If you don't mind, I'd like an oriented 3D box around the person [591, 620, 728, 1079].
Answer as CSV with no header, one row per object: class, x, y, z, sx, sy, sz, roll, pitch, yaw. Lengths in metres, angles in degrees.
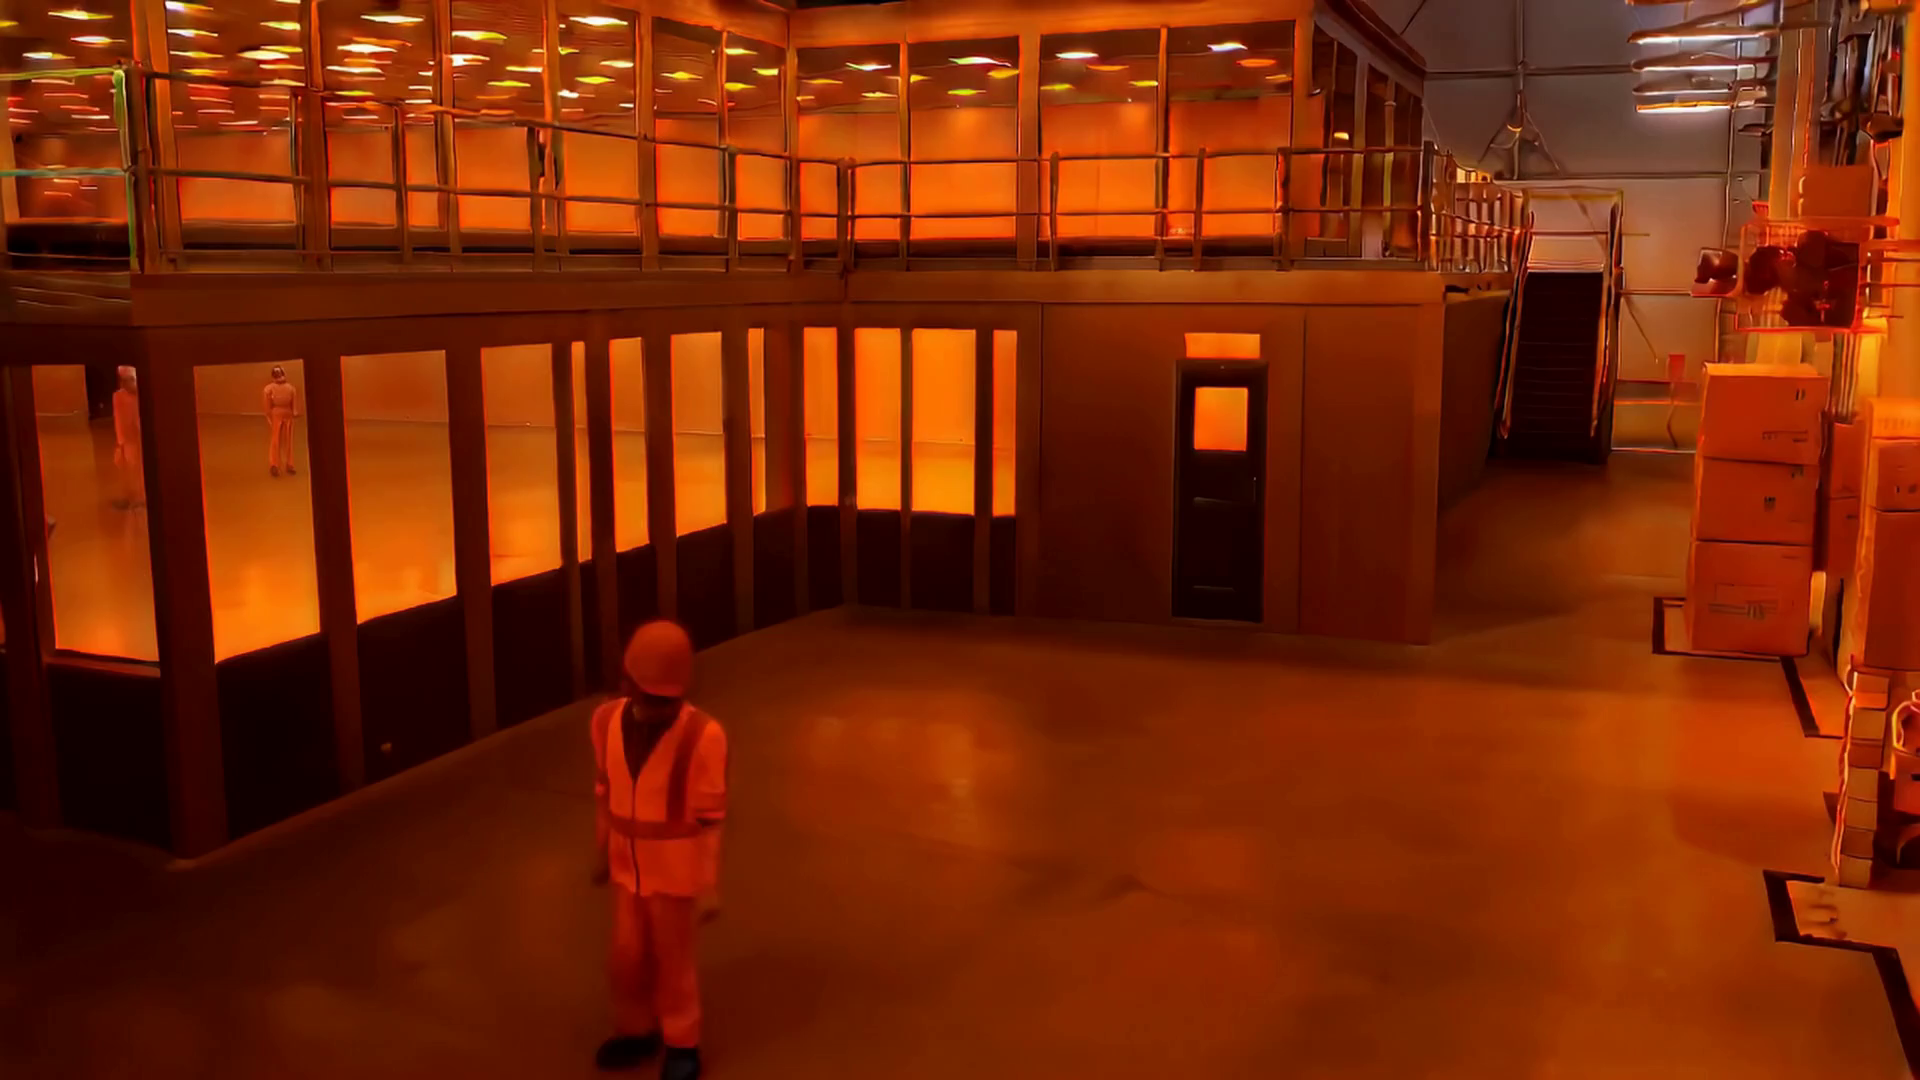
person,-1.054,1.181,5.824,0.576,1.889,0.505,4,10,22
